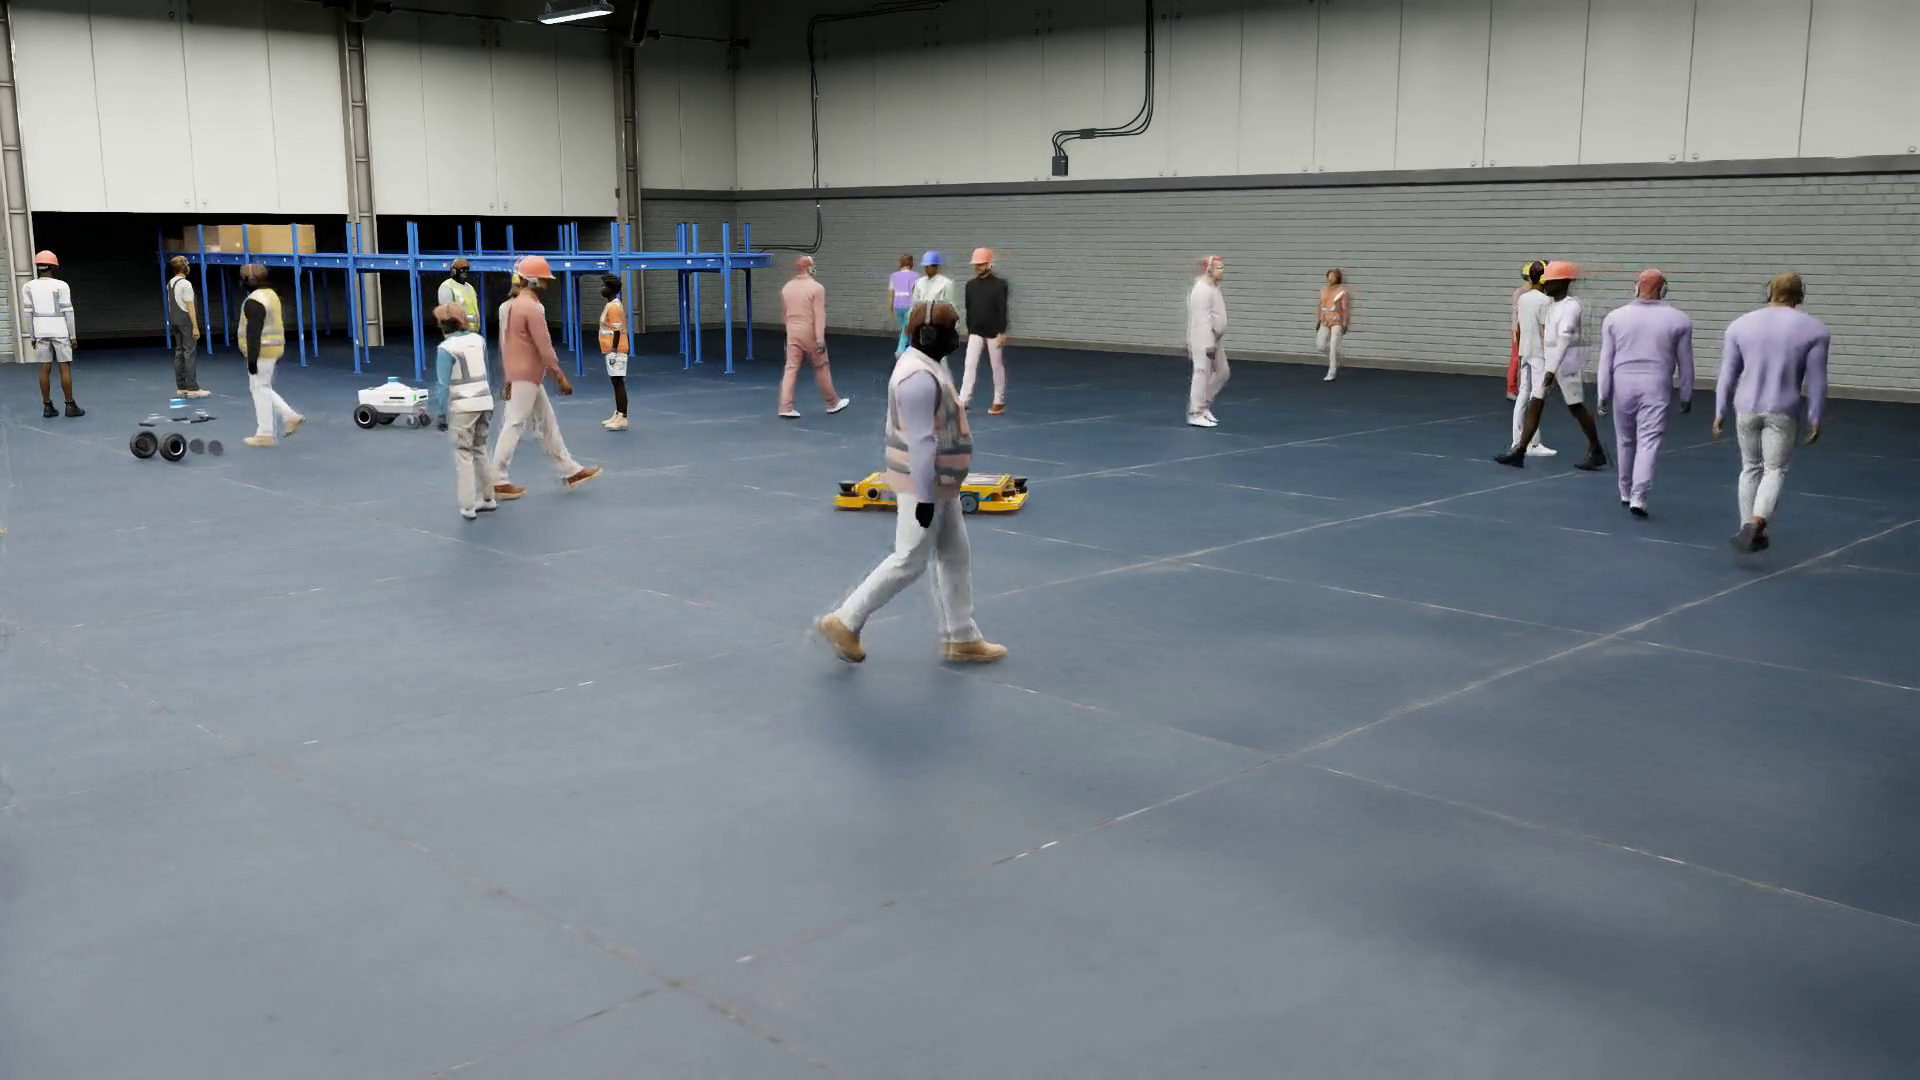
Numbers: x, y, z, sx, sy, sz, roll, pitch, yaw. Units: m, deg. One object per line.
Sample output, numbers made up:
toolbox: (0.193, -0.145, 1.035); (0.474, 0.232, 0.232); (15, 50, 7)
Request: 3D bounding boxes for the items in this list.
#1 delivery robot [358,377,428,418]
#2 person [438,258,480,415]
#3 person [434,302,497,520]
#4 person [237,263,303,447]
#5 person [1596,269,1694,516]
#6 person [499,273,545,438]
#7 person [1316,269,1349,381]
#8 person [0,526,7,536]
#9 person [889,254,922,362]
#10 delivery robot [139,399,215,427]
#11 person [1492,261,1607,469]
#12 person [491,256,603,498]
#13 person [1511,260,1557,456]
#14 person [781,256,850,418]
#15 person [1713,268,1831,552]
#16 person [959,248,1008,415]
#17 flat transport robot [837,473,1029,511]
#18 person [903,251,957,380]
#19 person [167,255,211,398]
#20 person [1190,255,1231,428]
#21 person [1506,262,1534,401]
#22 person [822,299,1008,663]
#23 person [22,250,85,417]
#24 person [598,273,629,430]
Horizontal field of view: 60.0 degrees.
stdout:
delivery robot: (-6.294, -1.567, 18.489); (0.707, 0.478, 0.477); (1, 11, 8)
person: (-5.903, -2.409, 19.716); (0.430, 1.841, 0.624); (2, 11, 12)
person: (-3.694, -0.972, 12.466); (0.359, 1.617, 0.547); (4, 11, 20)
person: (-7.019, -1.863, 16.761); (0.468, 1.828, 0.656); (-1, 10, -7)
person: (5.251, -1.137, 12.754); (0.669, 1.859, 1.008); (6, 12, 29)
person: (-4.554, -1.936, 17.392); (0.487, 1.746, 0.290); (-7, 12, -32)
person: (5.433, -3.140, 24.263); (0.399, 1.622, 0.540); (-9, 14, -40)
person: (-7.230, -0.911, 11.533); (0.927, 1.853, 0.597); (-1, 10, -8)
person: (-0.870, -3.857, 27.745); (0.572, 1.786, 1.027); (5, 12, 27)
delivery robot: (-7.531, -1.238, 15.986); (0.335, 0.223, 0.698); (5, 12, 27)
person: (5.442, -1.577, 15.083); (1.011, 1.888, 0.562); (-1, 10, -3)
person: (-3.422, -1.323, 13.513); (0.999, 1.934, 0.598); (-5, 11, -24)
person: (5.573, -1.757, 16.075); (0.328, 1.872, 0.509); (-3, 11, -16)
person: (-1.750, -2.370, 19.451); (0.682, 1.855, 0.988); (7, 13, 34)
person: (5.304, -0.827, 10.937); (0.671, 1.904, 0.778); (9, 13, 39)
person: (0.255, -2.427, 19.488); (0.630, 1.946, 0.973); (6, 12, 30)
flat transport robot: (-0.205, -0.391, 13.107); (1.431, 0.197, 0.652); (2, 10, 8)
person: (-0.396, -2.823, 21.814); (0.616, 1.887, 1.007); (10, 14, 43)
person: (-10.146, -2.795, 21.800); (0.513, 1.846, 0.336); (8, 13, 35)
person: (2.760, -2.195, 18.407); (0.448, 1.893, 0.641); (4, 11, 21)
person: (7.275, -2.669, 21.340); (0.533, 1.765, 0.331); (-7, 13, -35)
person: (-0.231, -0.274, 8.167); (0.865, 1.816, 0.635); (0, 10, 2)
person: (-10.621, -2.413, 19.478); (0.543, 1.935, 0.366); (0, 10, -3)
person: (-3.795, -2.064, 18.223); (0.317, 1.696, 0.538); (-3, 11, -15)
